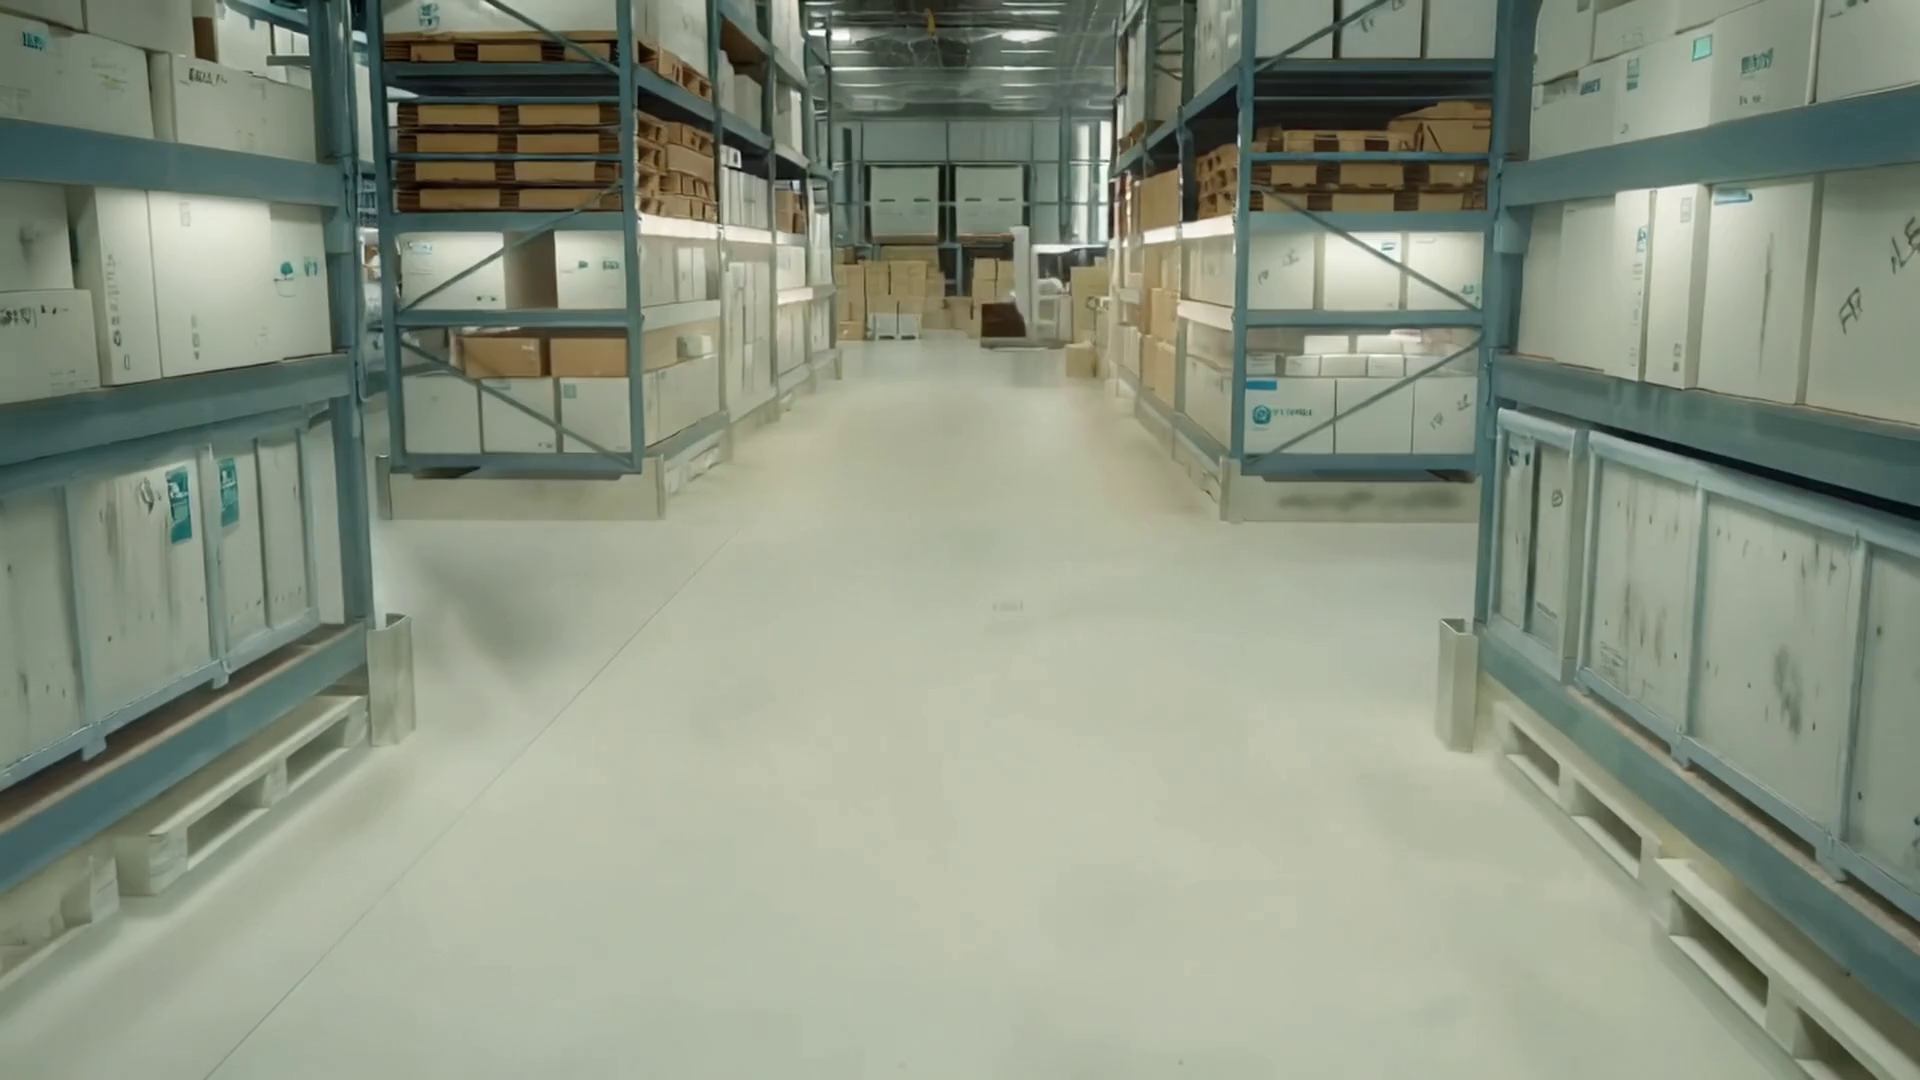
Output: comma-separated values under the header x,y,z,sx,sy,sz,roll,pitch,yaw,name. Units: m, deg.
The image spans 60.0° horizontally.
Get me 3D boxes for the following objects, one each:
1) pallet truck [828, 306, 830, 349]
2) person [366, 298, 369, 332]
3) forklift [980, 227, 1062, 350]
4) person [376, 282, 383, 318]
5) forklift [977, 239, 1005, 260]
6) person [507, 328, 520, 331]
x,y,z,sx,sy,sz,roll,pitch,yaw,name
-3.100,-3.940,29.800,1.885,1.965,0.823,3,10,19,pallet truck
-14.649,-5.608,40.274,0.586,1.829,0.959,7,12,37,person
1.403,-5.792,38.255,1.873,2.768,1.129,0,9,1,forklift
-13.742,-5.419,39.881,0.503,1.587,0.902,4,10,21,person
1.097,-9.254,58.993,1.129,2.768,1.873,4,10,25,forklift
-8.339,-4.187,31.329,0.557,1.983,0.620,1,10,6,person
